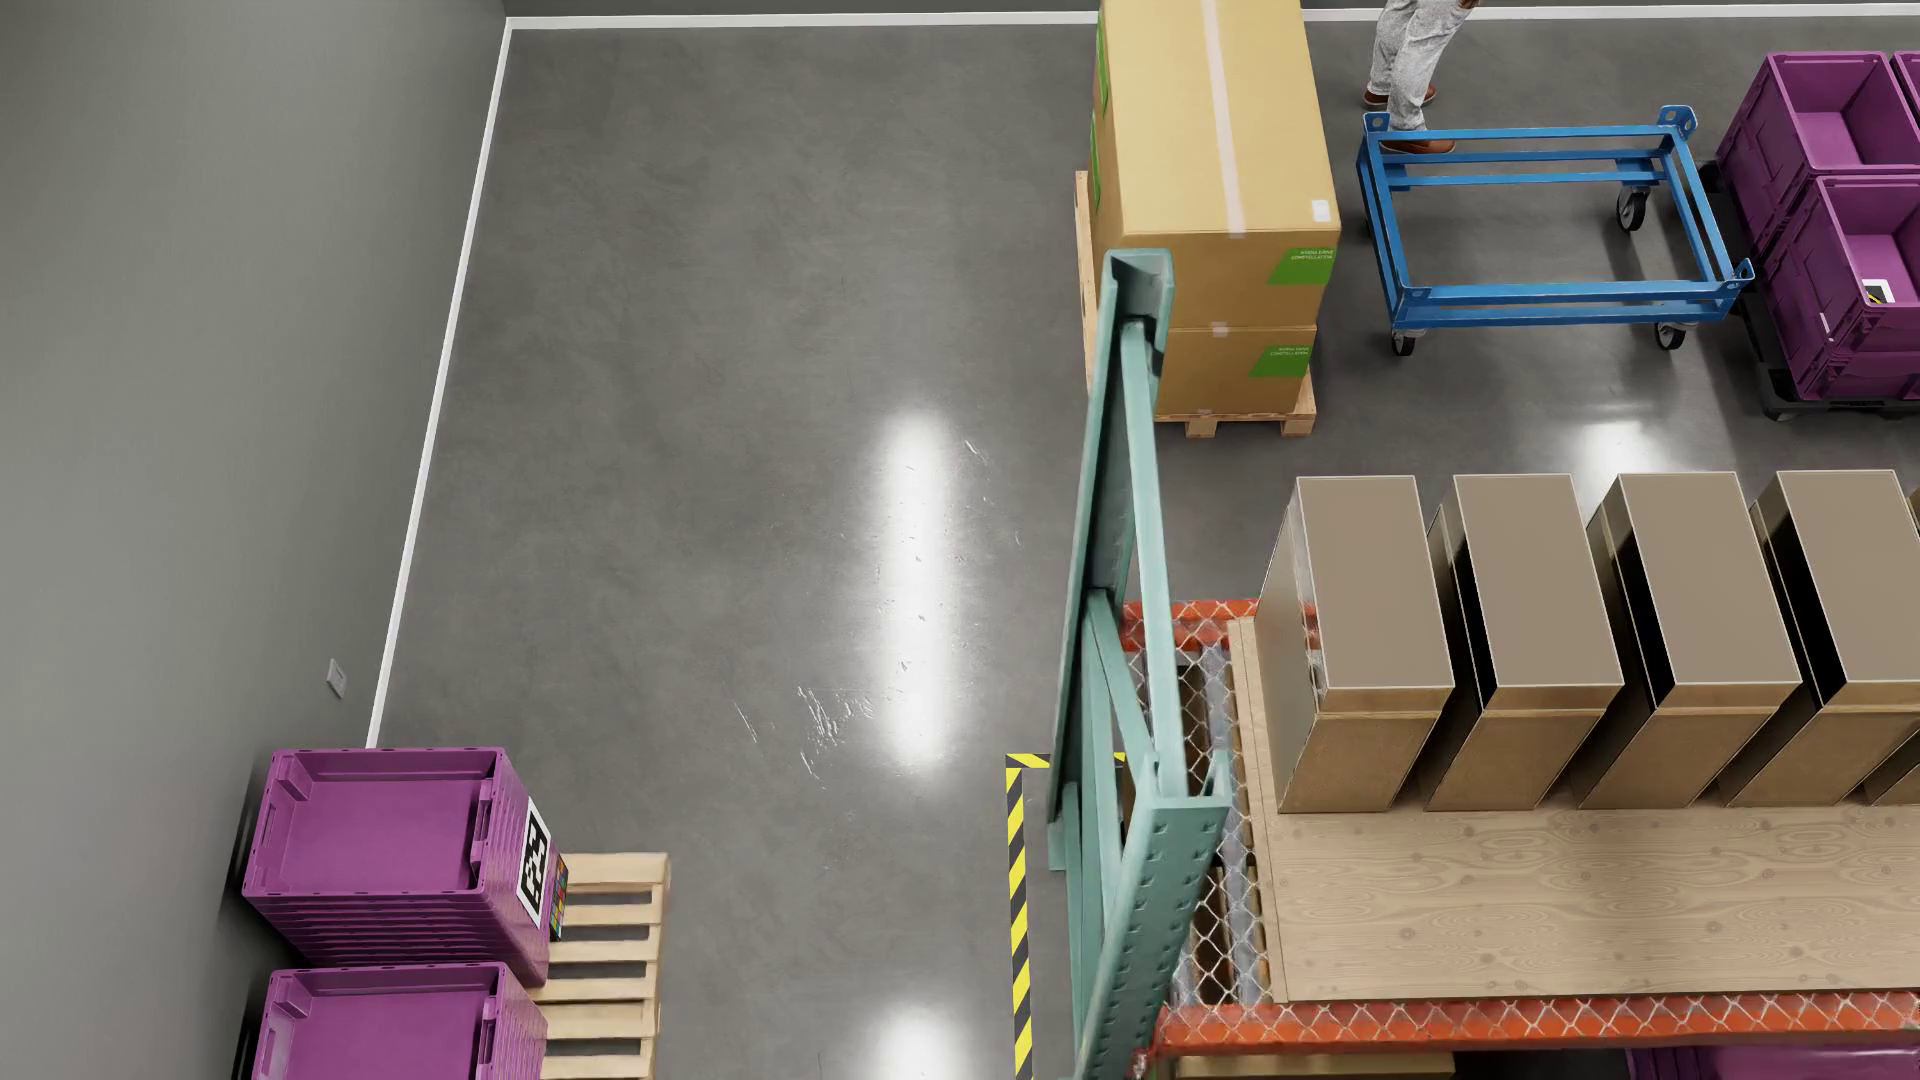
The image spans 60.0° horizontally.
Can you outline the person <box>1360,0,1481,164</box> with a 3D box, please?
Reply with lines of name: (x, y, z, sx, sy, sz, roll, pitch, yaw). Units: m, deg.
person: (1.822, -2.244, 6.080, 0.371, 1.938, 0.627, -2, 58, -1)
